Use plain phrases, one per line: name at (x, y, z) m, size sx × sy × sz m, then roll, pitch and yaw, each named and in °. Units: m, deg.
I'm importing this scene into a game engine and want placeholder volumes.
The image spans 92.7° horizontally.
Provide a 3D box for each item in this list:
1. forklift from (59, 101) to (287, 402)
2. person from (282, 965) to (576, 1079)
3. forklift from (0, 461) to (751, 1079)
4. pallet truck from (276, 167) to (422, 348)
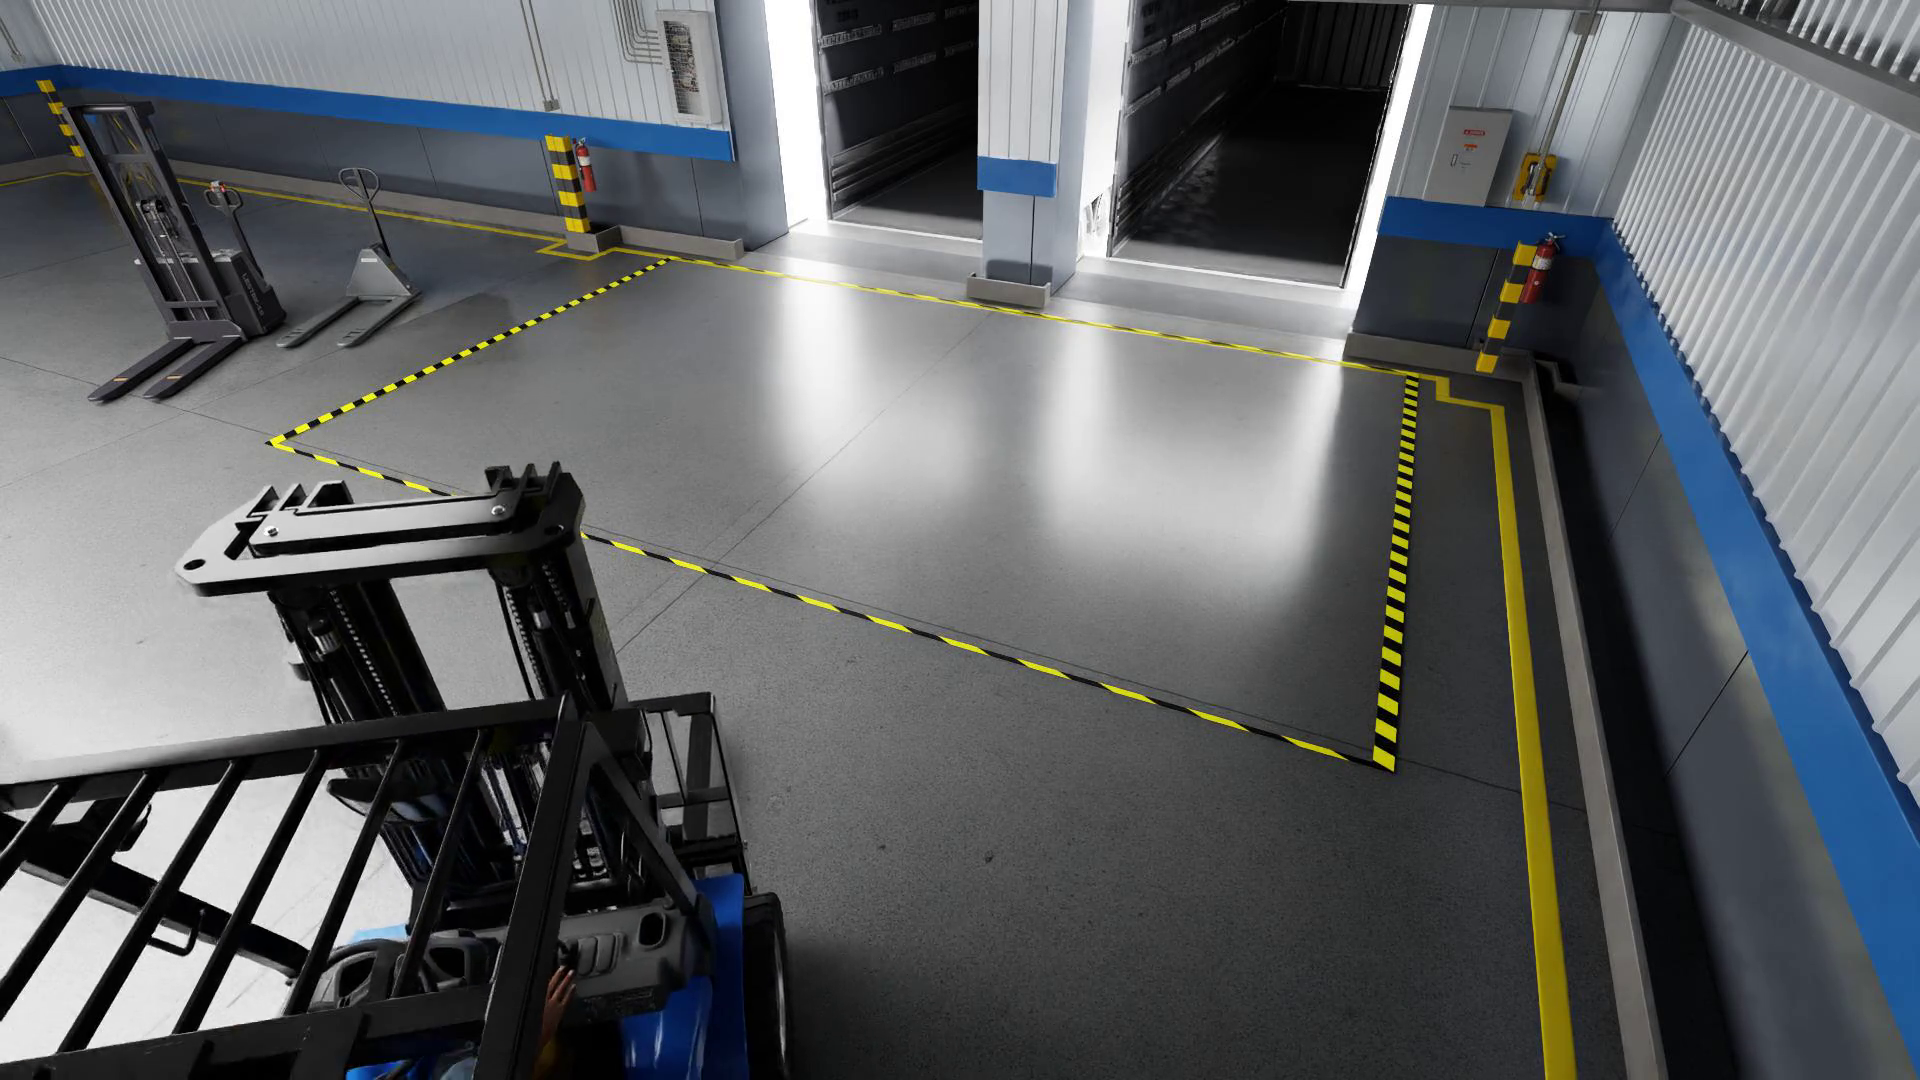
forklift at (-6.686, -2.387, 7.434) m, size 0.823 × 1.965 × 1.885 m, roll -3°, pitch 35°, yaw -5°
person at (-1.086, 1.145, 1.744) m, size 0.635 × 1.294 × 1.002 m, roll -6°, pitch 35°, yaw -8°
forklift at (-1.083, 1.334, 1.802) m, size 1.157 × 2.036 × 2.680 m, roll -6°, pitch 35°, yaw -8°
pallet truck at (-5.732, -2.611, 8.414) m, size 0.680 × 1.201 × 1.601 m, roll -1°, pitch 35°, yaw -1°
